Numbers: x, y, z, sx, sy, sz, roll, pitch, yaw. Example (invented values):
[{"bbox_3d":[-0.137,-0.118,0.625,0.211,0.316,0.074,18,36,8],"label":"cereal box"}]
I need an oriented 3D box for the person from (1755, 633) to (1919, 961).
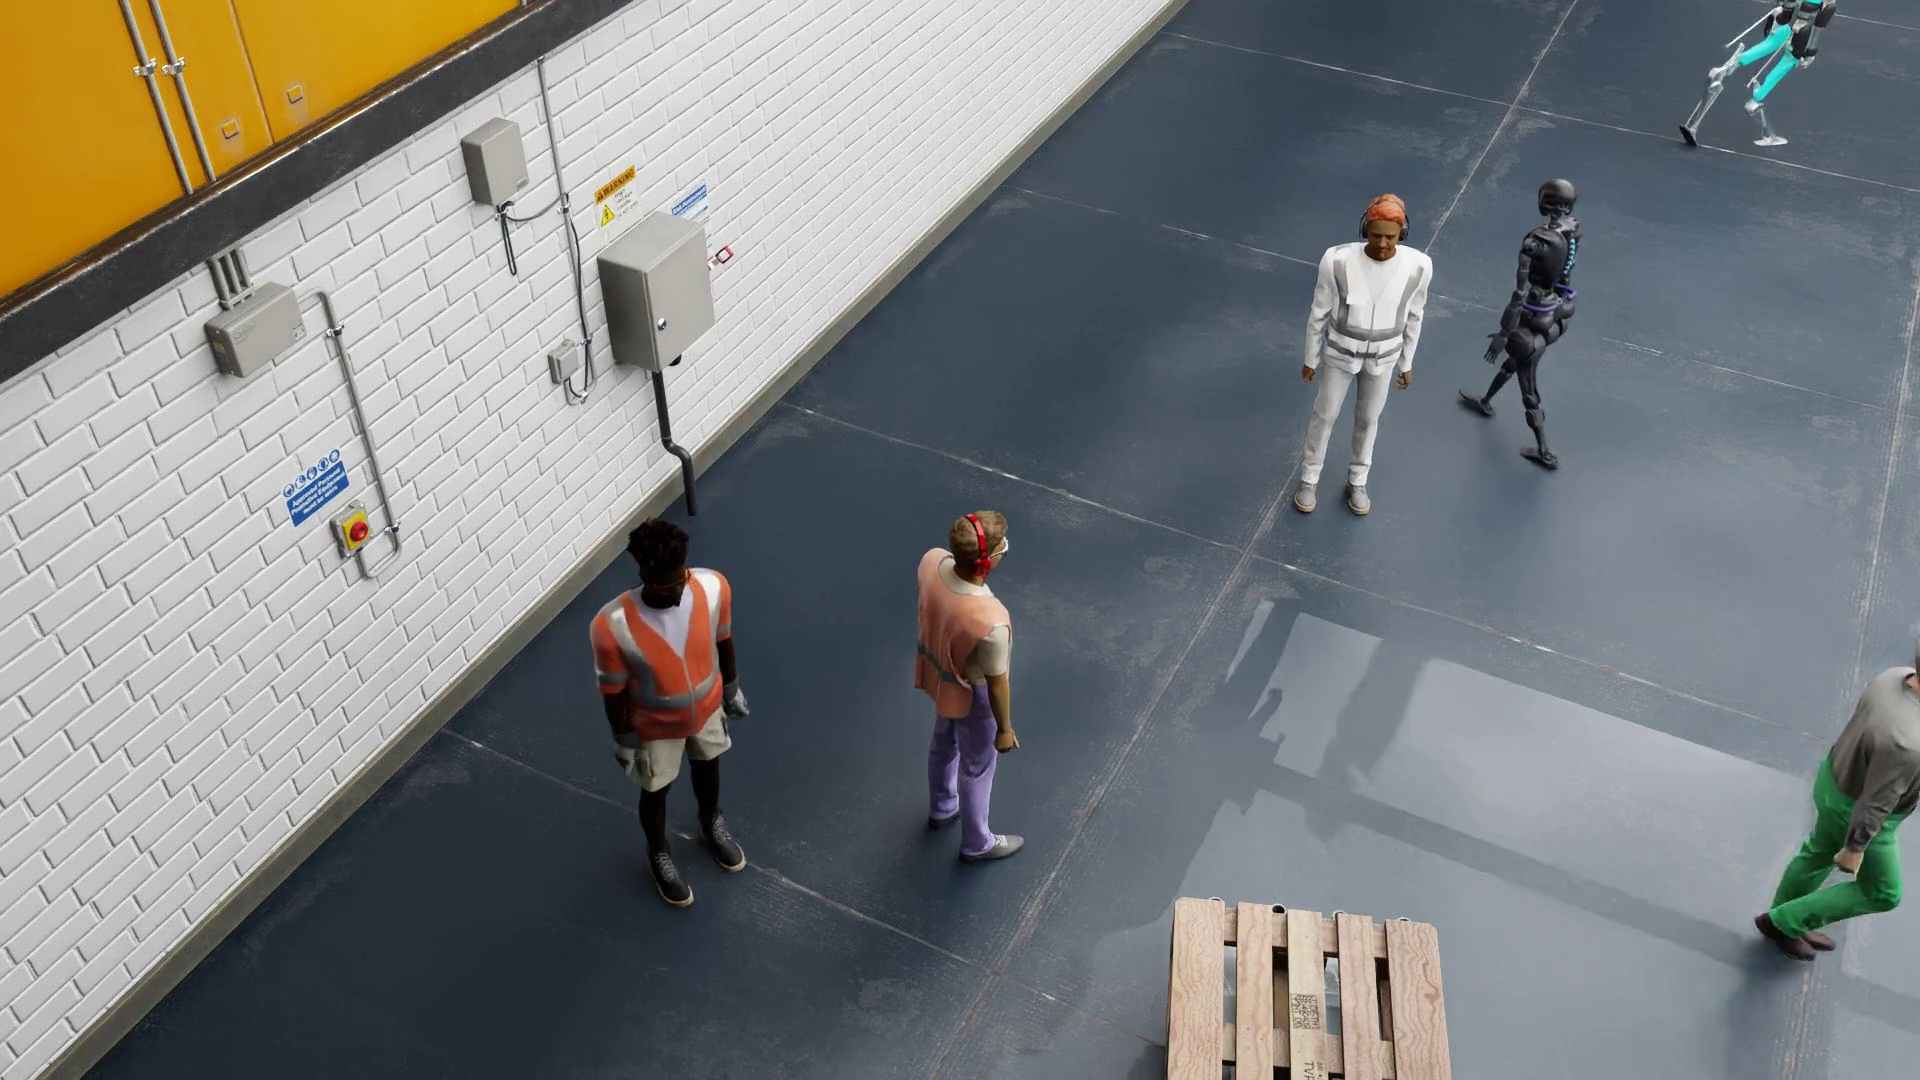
[{"bbox_3d":[3.554,1.021,6.458,0.423,1.828,0.541,11,42,13],"label":"person"}]

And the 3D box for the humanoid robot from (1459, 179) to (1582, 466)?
[{"bbox_3d":[3.185,-1.225,9.221,0.612,1.623,0.785,-29,49,-30],"label":"humanoid robot"}]

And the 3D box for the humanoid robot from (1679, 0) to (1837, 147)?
[{"bbox_3d":[5.707,-3.577,11.888,0.999,1.779,0.530,-8,41,-10],"label":"humanoid robot"}]

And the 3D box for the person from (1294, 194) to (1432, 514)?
[{"bbox_3d":[2.088,-0.947,8.700,0.582,1.882,0.346,3,41,4],"label":"person"}]

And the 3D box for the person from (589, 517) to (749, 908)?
[{"bbox_3d":[-1.148,0.685,6.748,0.606,1.962,0.386,-26,47,-27],"label":"person"}]

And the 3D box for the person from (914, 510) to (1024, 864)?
[{"bbox_3d":[0.022,0.630,6.902,0.374,1.840,0.569,-22,46,-24],"label":"person"}]
